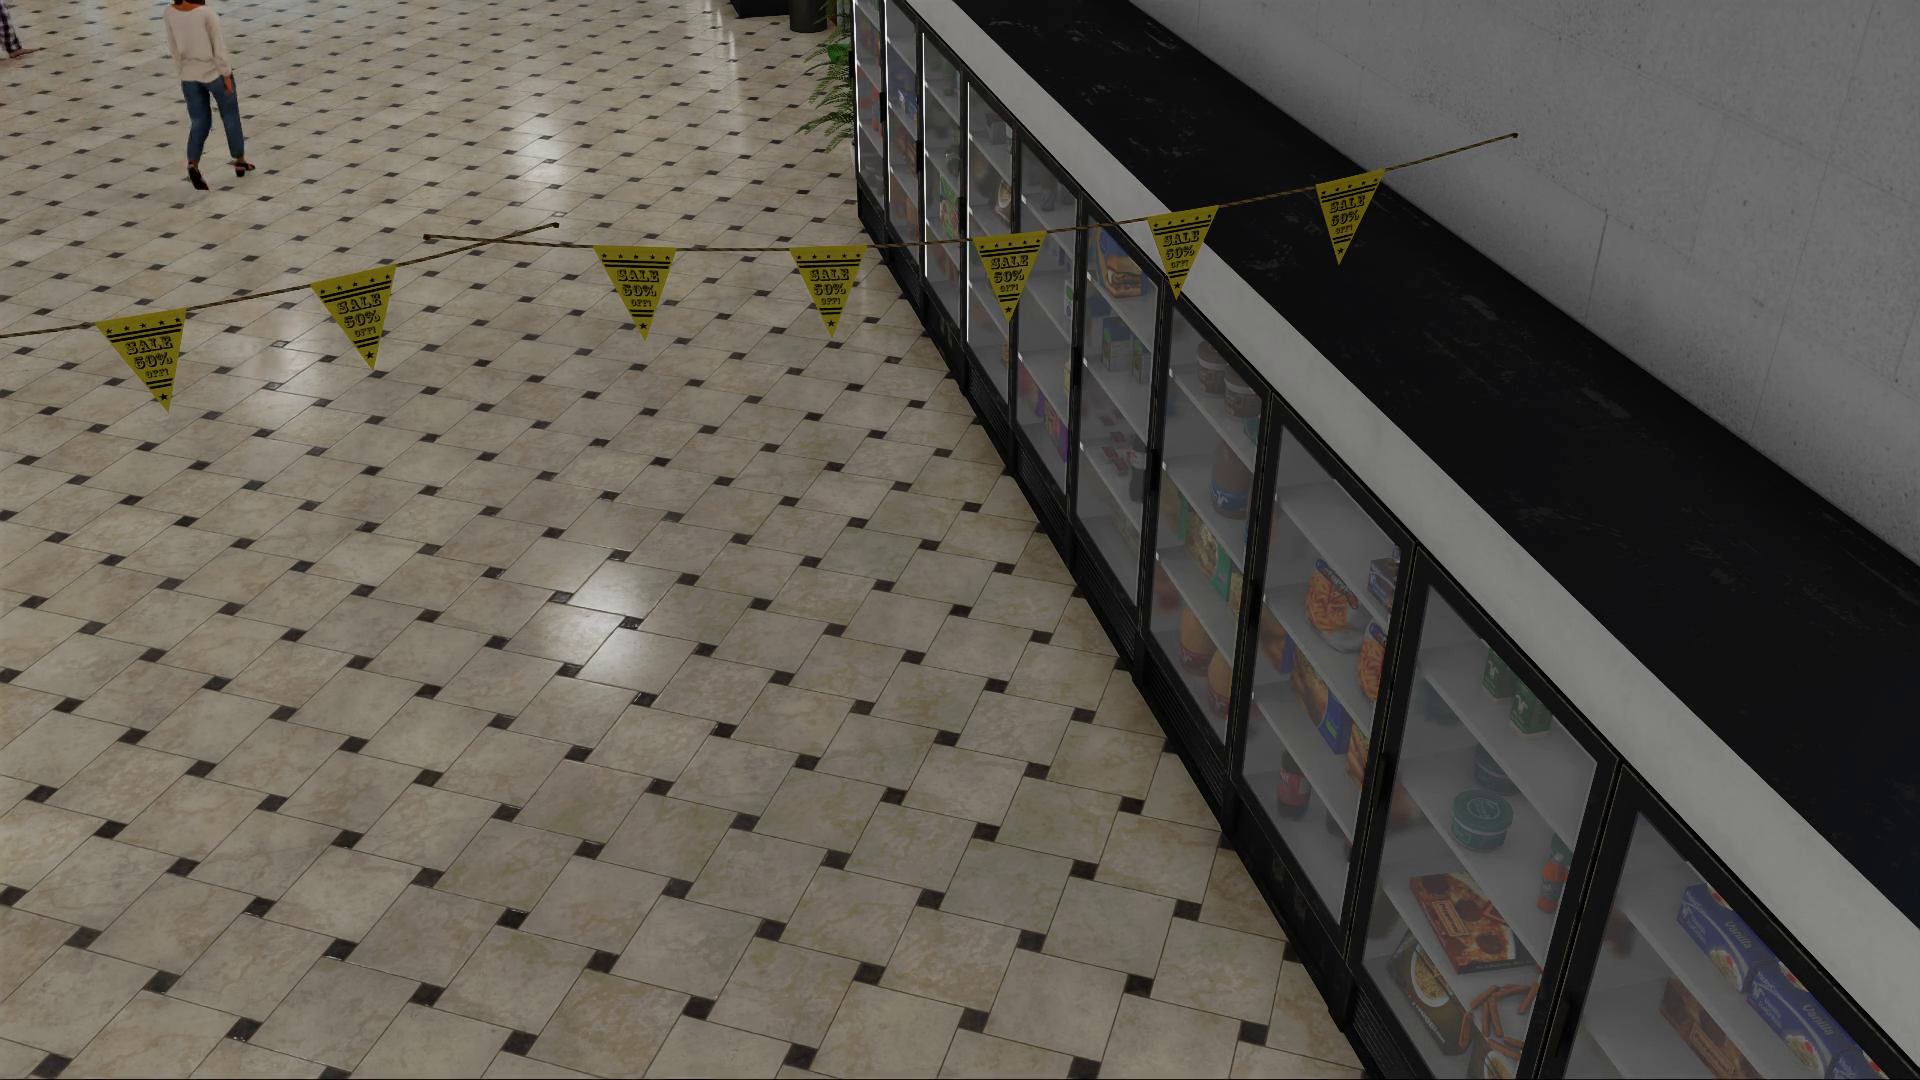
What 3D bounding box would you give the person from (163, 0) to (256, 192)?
[{"bbox_3d":[-5.797,-3.487,12.684,1.042,1.657,0.925,4,32,6],"label":"person"}]
